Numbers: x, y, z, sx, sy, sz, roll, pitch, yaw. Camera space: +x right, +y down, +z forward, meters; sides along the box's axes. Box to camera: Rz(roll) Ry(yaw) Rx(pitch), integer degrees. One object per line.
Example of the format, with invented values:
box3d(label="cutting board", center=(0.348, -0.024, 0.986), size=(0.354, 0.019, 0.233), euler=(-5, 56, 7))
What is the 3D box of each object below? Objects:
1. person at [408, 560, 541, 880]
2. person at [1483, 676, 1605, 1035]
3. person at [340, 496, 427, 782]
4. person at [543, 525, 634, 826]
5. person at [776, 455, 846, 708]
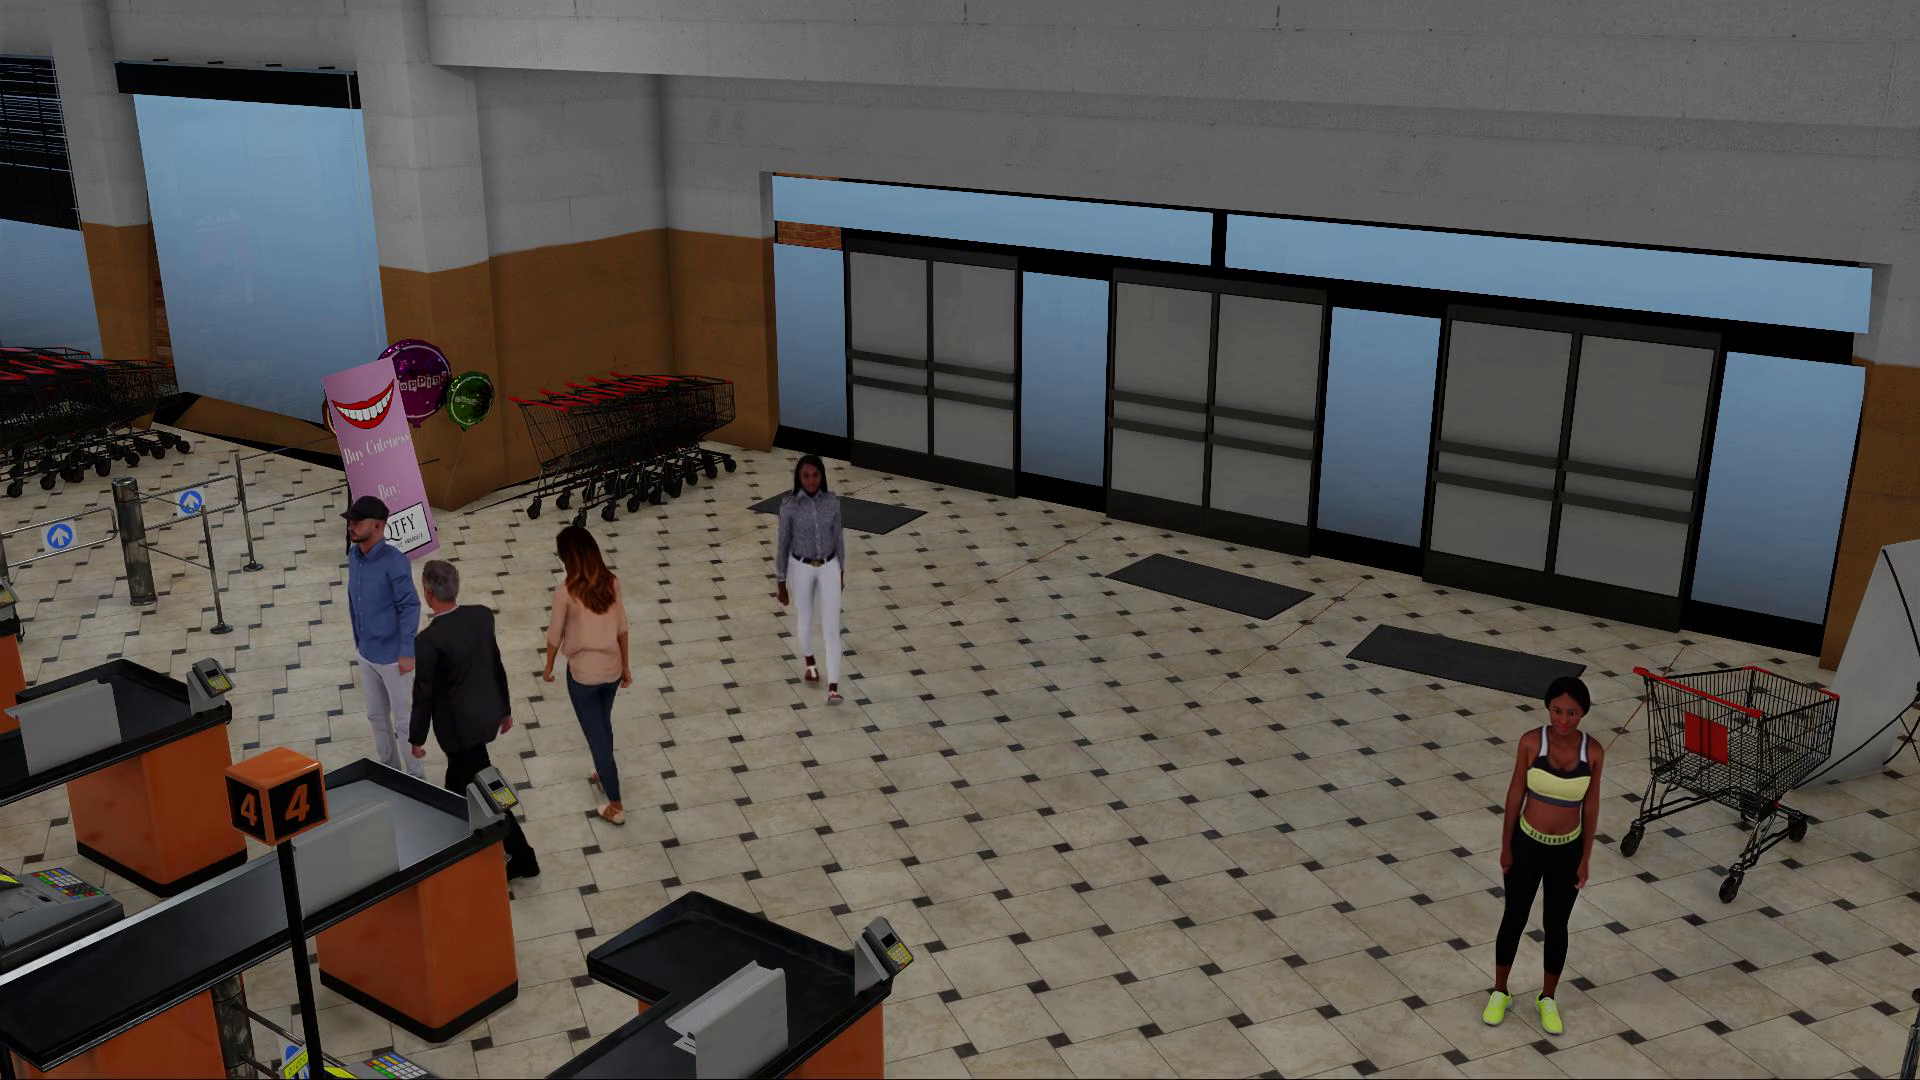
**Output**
box3d(label="person", center=(-2.575, 1.017, 8.890), size=(0.979, 1.782, 1.206), euler=(7, 20, 21))
box3d(label="person", center=(2.707, 1.438, 7.686), size=(0.620, 1.755, 0.614), euler=(5, 19, 15))
box3d(label="person", center=(-3.406, 0.639, 9.847), size=(0.642, 1.887, 0.533), euler=(12, 22, 32))
box3d(label="person", center=(-2.056, 0.812, 9.535), size=(0.873, 1.758, 0.782), euler=(-16, 24, -39))
box3d(label="person", center=(-1.010, 0.244, 11.348), size=(1.134, 1.677, 1.186), euler=(-4, 19, -11))
